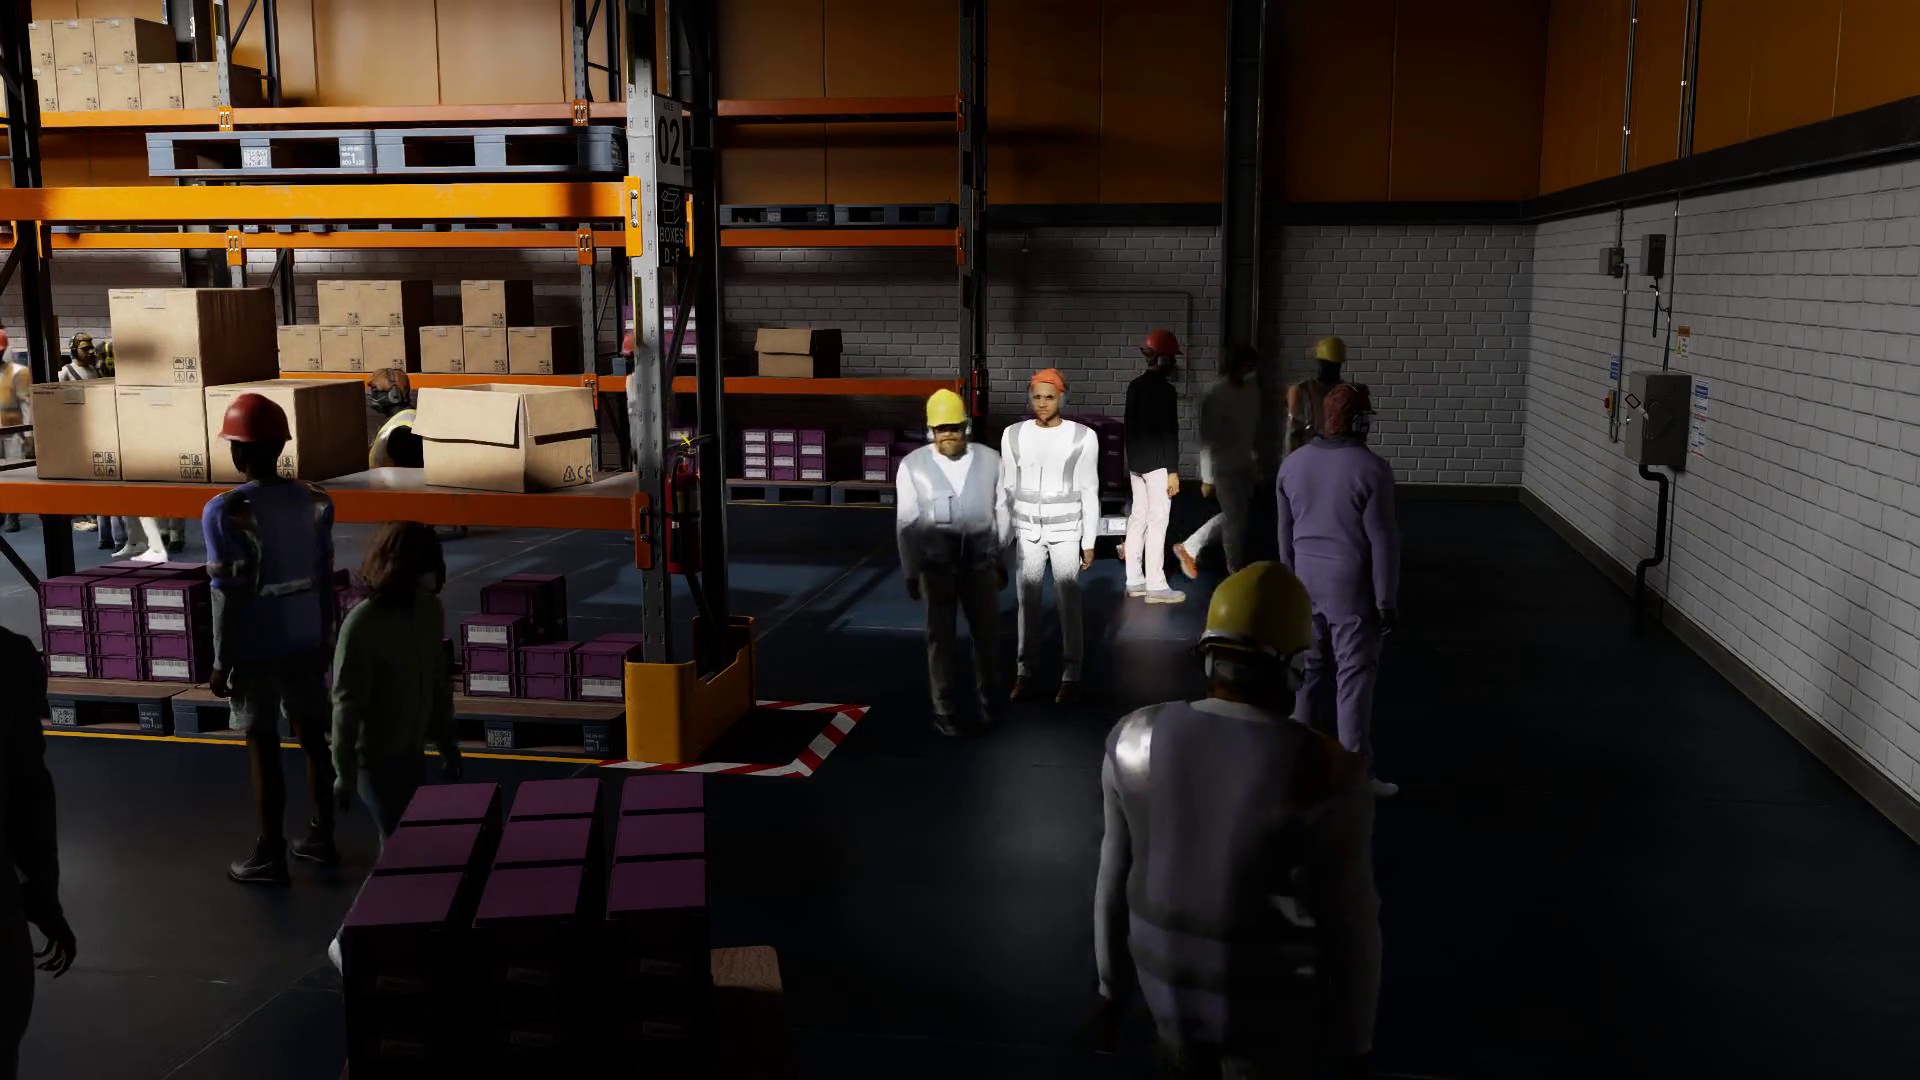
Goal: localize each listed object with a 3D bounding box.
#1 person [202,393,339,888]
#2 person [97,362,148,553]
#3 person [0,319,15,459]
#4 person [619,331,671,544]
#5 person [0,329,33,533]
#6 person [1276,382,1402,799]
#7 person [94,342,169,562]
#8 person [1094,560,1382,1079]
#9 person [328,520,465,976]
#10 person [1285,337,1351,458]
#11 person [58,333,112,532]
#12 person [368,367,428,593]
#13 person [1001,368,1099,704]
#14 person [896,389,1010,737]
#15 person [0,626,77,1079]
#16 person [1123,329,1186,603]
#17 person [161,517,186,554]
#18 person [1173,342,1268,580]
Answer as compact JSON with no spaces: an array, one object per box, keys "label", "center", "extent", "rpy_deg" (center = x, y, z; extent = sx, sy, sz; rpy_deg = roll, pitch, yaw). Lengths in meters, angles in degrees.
[{"label":"person","center":[-2.714,0.393,6.553],"extent":[0.352,1.942,0.545],"rpy_deg":[5,11,30]},{"label":"person","center":[-7.279,-0.774,14.384],"extent":[0.520,1.759,0.349],"rpy_deg":[7,12,37]},{"label":"person","center":[-10.414,-1.491,17.935],"extent":[0.675,2.000,0.537],"rpy_deg":[1,9,8]},{"label":"person","center":[-2.626,-0.865,14.498],"extent":[0.725,1.910,0.583],"rpy_deg":[4,10,24]},{"label":"person","center":[-8.841,-1.003,15.336],"extent":[0.538,1.908,0.475],"rpy_deg":[-4,10,-23]},{"label":"person","center":[1.763,0.234,7.645],"extent":[0.405,1.911,0.636],"rpy_deg":[-7,12,-38]},{"label":"person","center":[-6.887,-0.708,13.676],"extent":[0.641,1.839,0.538],"rpy_deg":[-1,9,-8]},{"label":"person","center":[0.590,0.944,3.515],"extent":[0.620,1.813,0.425],"rpy_deg":[6,11,32]},{"label":"person","center":[-1.866,0.727,5.497],"extent":[0.375,1.613,0.508],"rpy_deg":[2,9,12]},{"label":"person","center":[2.822,-0.611,12.873],"extent":[0.618,1.907,0.447],"rpy_deg":[-2,9,-15]},{"label":"person","center":[-8.150,-1.007,15.537],"extent":[0.346,1.846,0.506],"rpy_deg":[3,10,16]},{"label":"person","center":[-3.428,-0.137,10.184],"extent":[0.428,1.838,0.627],"rpy_deg":[-3,10,-20]},{"label":"person","center":[0.495,-0.022,9.329],"extent":[0.577,1.879,0.350],"rpy_deg":[3,10,20]},{"label":"person","center":[-0.025,0.116,8.678],"extent":[0.612,1.811,0.422],"rpy_deg":[-2,9,-11]},{"label":"person","center":[-2.270,0.863,3.642],"extent":[0.371,1.941,0.627],"rpy_deg":[7,11,36]},{"label":"person","center":[1.435,-0.541,12.187],"extent":[0.401,1.989,0.623],"rpy_deg":[-4,10,-24]},{"label":"person","center":[-6.824,-0.795,14.278],"extent":[0.748,1.834,0.440],"rpy_deg":[7,11,37]},{"label":"person","center":[1.931,-0.523,12.384],"extent":[0.803,1.906,0.682],"rpy_deg":[7,12,38]}]
